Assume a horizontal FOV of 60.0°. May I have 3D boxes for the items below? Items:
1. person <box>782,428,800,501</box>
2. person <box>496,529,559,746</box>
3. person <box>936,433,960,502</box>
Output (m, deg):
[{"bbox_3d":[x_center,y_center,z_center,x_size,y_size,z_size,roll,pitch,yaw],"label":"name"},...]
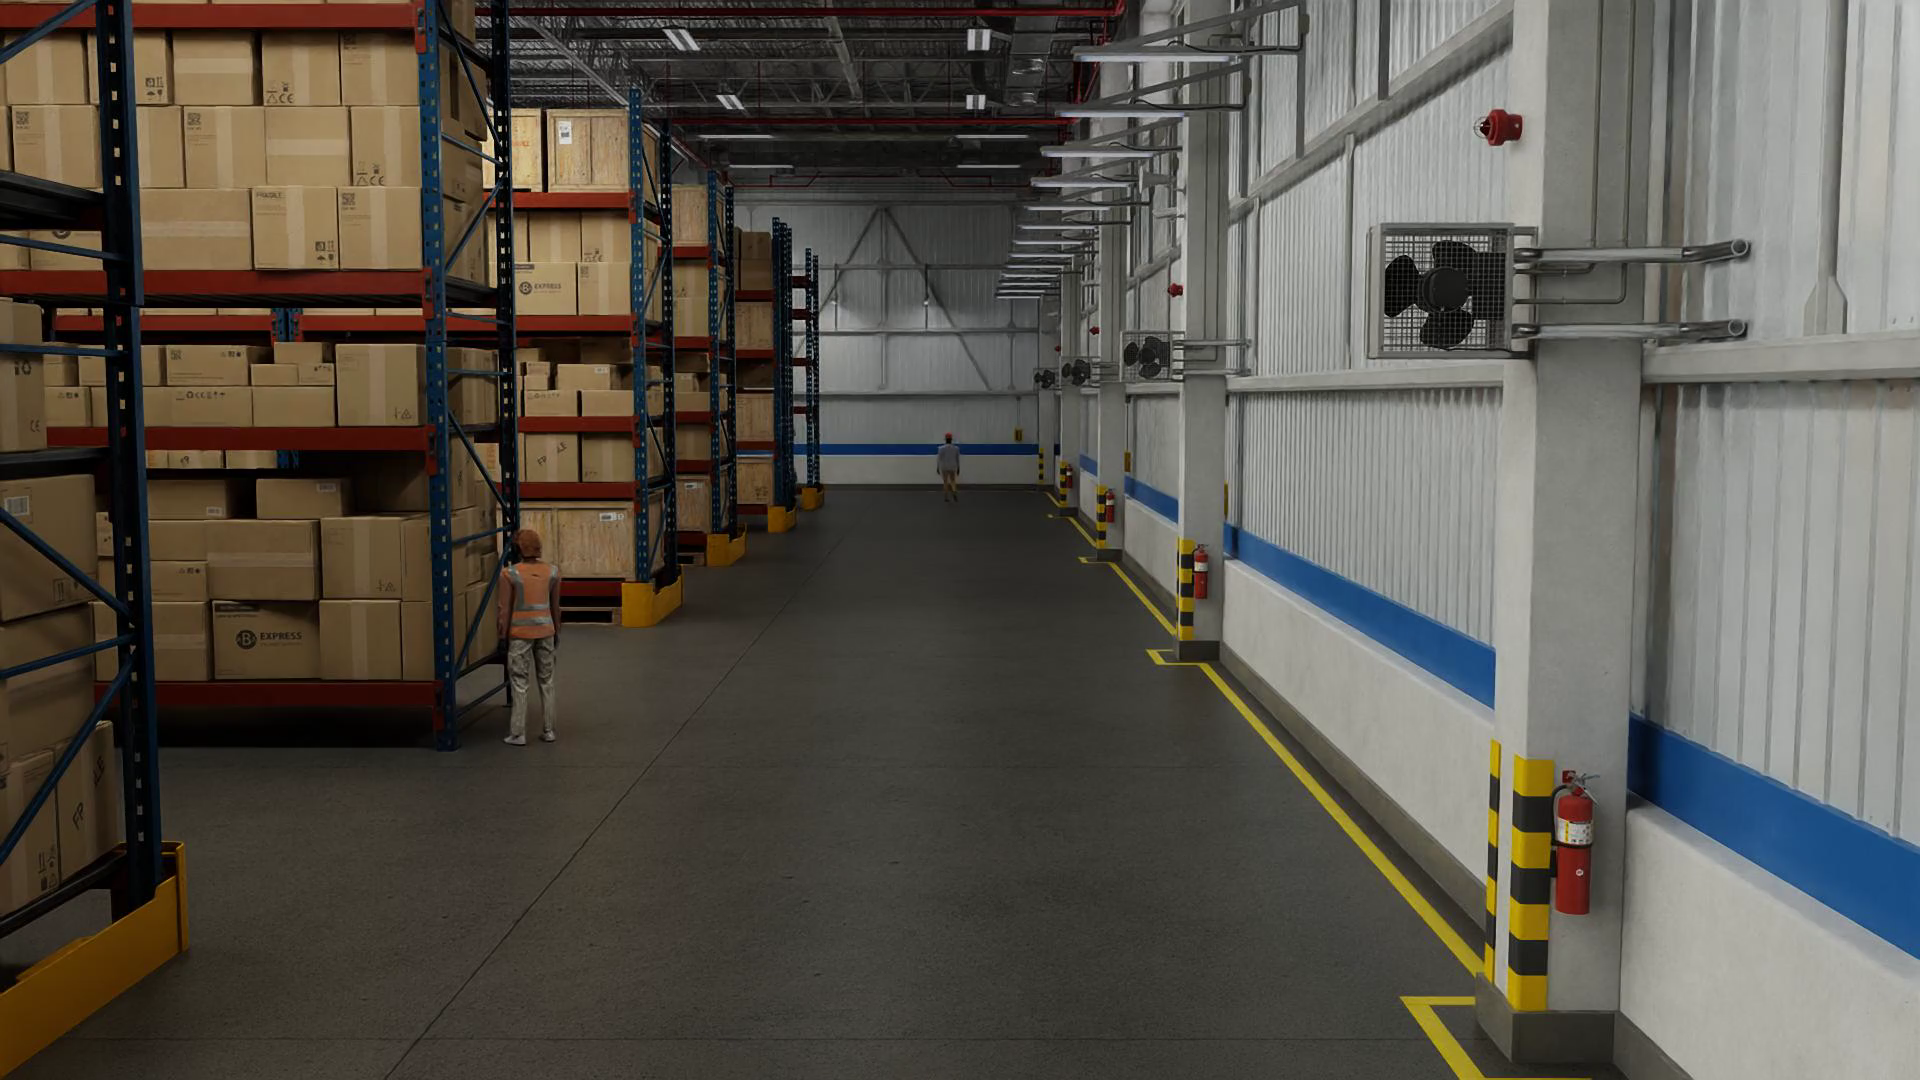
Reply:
[{"bbox_3d":[-4.218,-1.892,41.475,0.644,1.912,0.568,0,5,6],"label":"person"},{"bbox_3d":[-3.249,0.736,12.546,0.518,1.632,0.315,-5,7,-43],"label":"person"},{"bbox_3d":[-0.304,-1.824,41.778,0.580,1.728,0.598,-1,5,-12],"label":"person"}]
